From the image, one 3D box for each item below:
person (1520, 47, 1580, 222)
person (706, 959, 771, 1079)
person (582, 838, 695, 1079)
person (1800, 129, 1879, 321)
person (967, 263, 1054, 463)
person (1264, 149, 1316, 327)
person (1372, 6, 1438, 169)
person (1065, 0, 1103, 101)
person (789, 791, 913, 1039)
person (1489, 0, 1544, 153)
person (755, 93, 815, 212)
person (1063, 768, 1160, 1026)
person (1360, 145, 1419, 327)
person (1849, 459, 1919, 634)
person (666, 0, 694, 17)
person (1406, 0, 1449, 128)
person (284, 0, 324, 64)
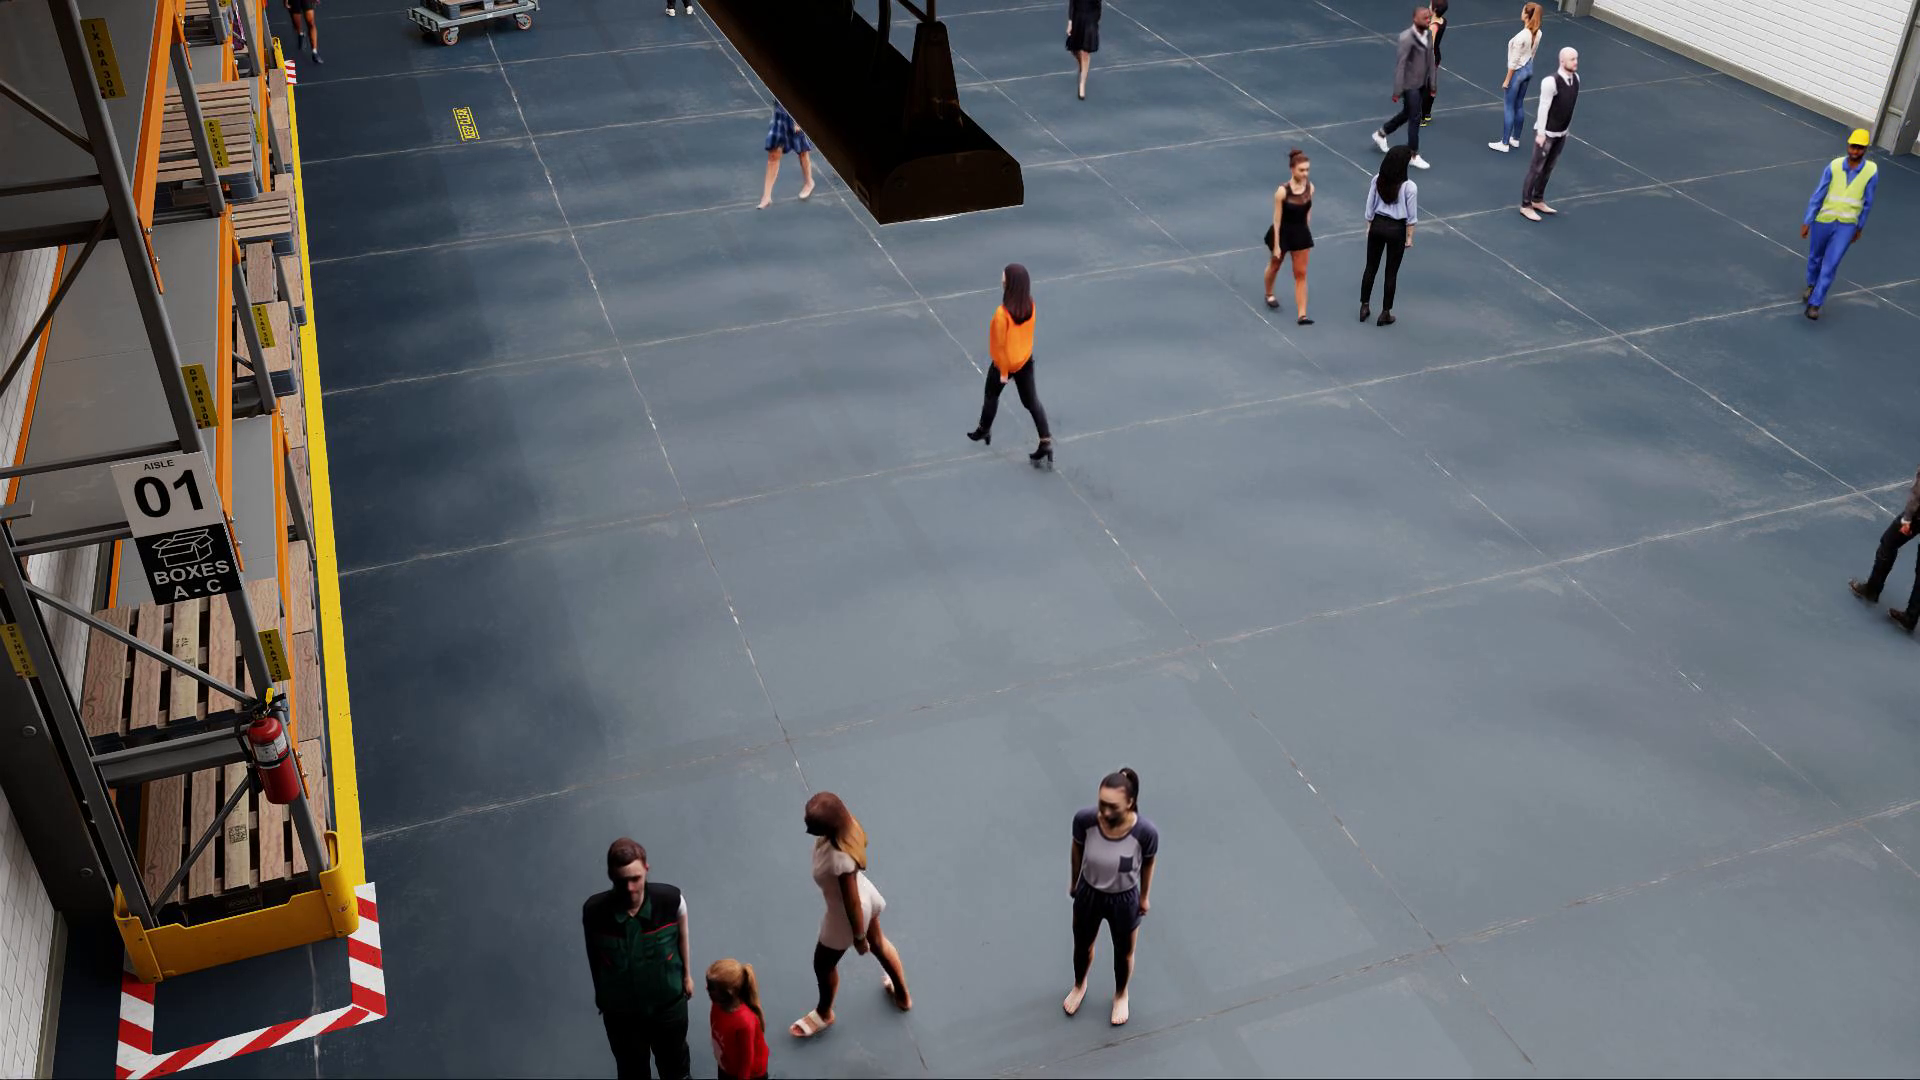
[{"bbox_3d":[6.323,-4.358,17.782,0.762,1.822,0.718,-24,40,-31],"label":"person"},{"bbox_3d":[-1.027,2.485,7.999,0.732,1.255,0.756,19,38,26],"label":"person"},{"bbox_3d":[-1.515,2.156,7.962,0.653,1.844,0.613,-8,35,-12],"label":"person"},{"bbox_3d":[8.343,-3.041,15.849,1.207,1.769,1.226,17,37,24],"label":"person"},{"bbox_3d":[0.508,-1.387,13.418,1.179,1.705,0.977,24,41,32],"label":"person"},{"bbox_3d":[3.077,-2.883,15.735,0.621,1.631,1.101,-9,35,-13],"label":"person"},{"bbox_3d":[5.145,-5.243,19.138,1.007,1.794,1.235,-29,43,-36],"label":"person"},{"bbox_3d":[1.573,-6.527,21.131,0.874,1.727,1.050,4,34,6],"label":"person"},{"bbox_3d":[-0.518,1.891,8.529,0.859,1.658,0.910,1,34,1],"label":"person"},{"bbox_3d":[6.551,-5.428,19.484,0.680,1.720,0.647,-25,41,-33],"label":"person"},{"bbox_3d":[-1.807,-4.461,18.003,1.148,1.748,1.113,20,38,27],"label":"person"},{"bbox_3d":[0.769,1.842,8.611,0.666,1.650,0.702,10,35,15],"label":"person"},{"bbox_3d":[4.006,-2.865,15.607,0.687,1.743,0.797,22,40,30],"label":"person"},{"bbox_3d":[6.751,-0.125,11.481,0.775,1.747,0.915,-5,34,-7],"label":"person"},{"bbox_3d":[-4.169,-8.500,24.135,0.646,1.687,0.592,-11,35,-16],"label":"person"},{"bbox_3d":[5.726,-5.842,20.259,0.665,1.552,0.623,19,38,26],"label":"person"},{"bbox_3d":[-8.868,-7.317,22.289,0.691,1.762,0.923,-16,37,-22],"label":"person"}]
